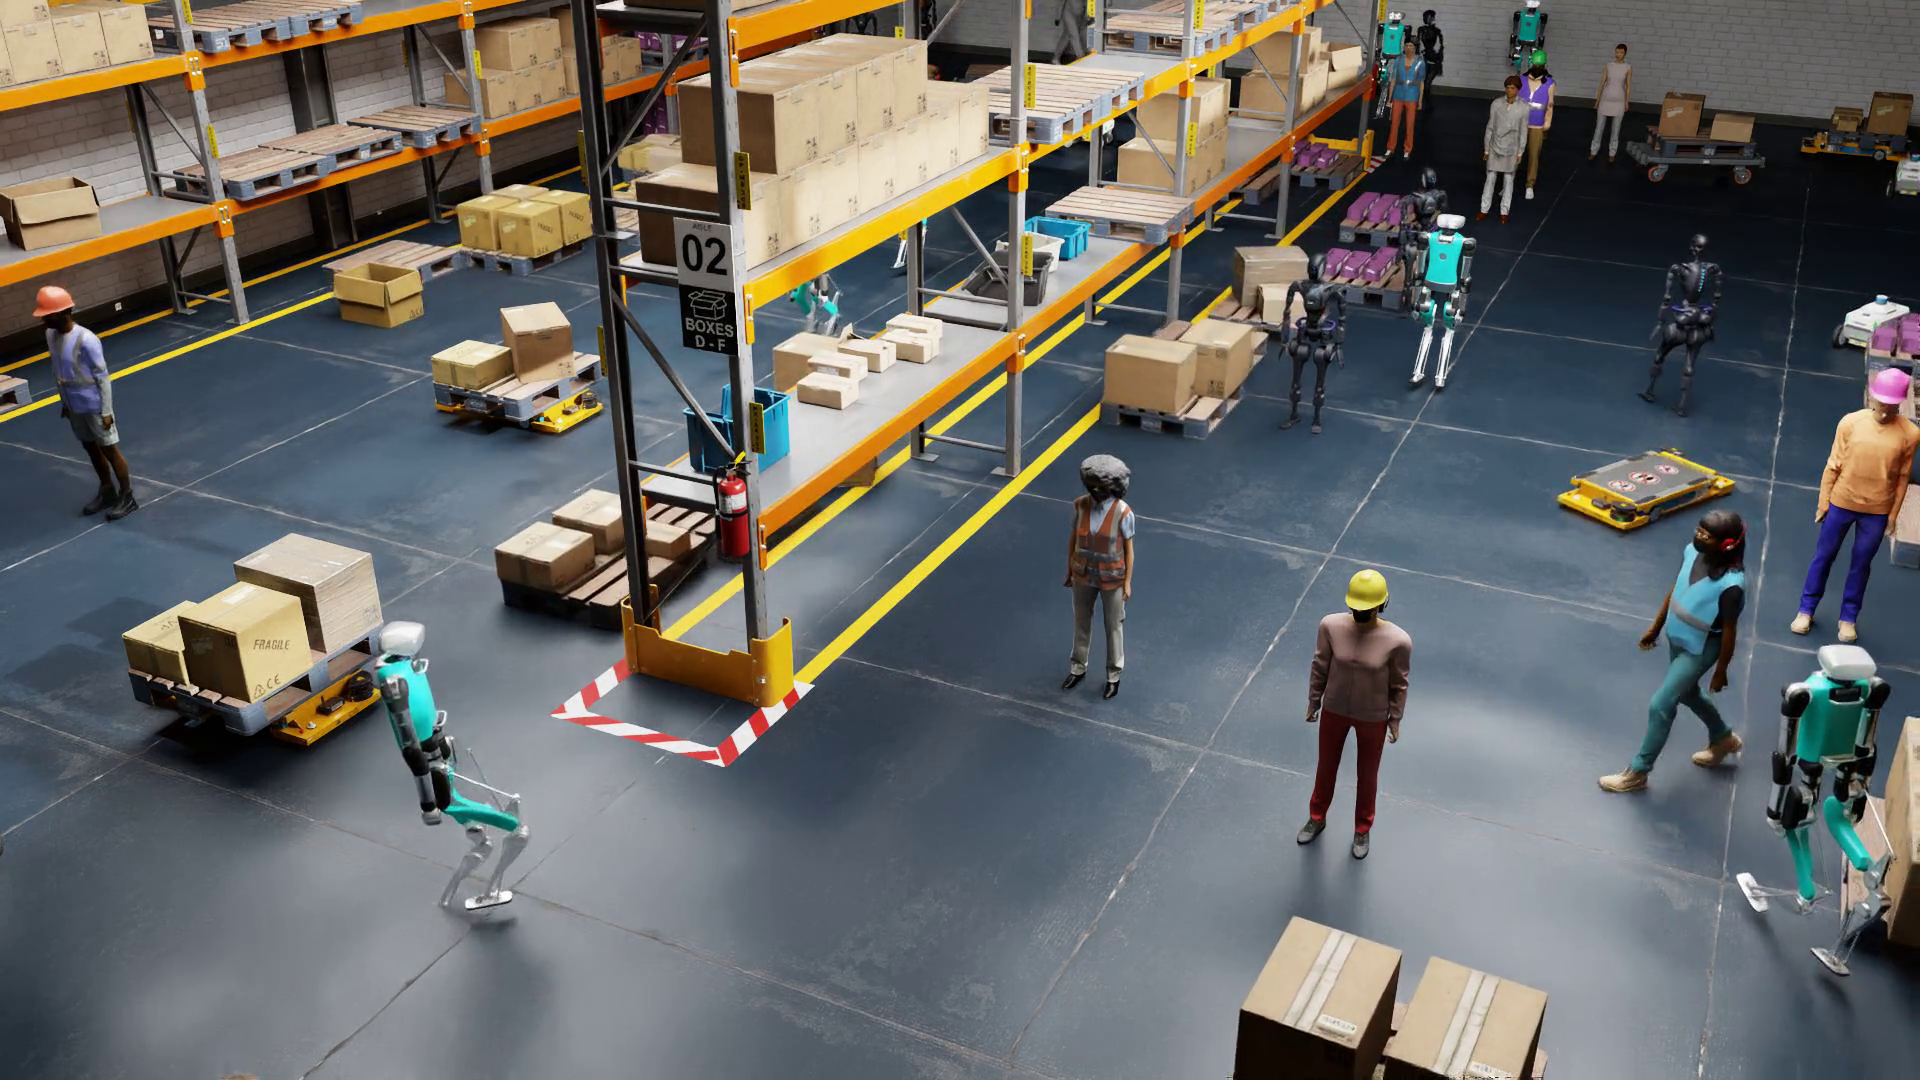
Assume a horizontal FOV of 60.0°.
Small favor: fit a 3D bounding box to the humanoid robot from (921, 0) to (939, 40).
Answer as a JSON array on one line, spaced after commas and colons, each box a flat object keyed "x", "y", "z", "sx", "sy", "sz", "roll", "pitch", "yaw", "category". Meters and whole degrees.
[{"x": -0.667, "y": -9.265, "z": 29.916, "sx": 0.600, "sy": 1.645, "sz": 0.442, "roll": -22, "pitch": 34, "yaw": -37, "category": "humanoid robot"}]

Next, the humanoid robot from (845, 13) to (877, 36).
[{"x": -1.662, "y": -8.296, "z": 27.984, "sx": 0.600, "sy": 1.626, "sz": 0.723, "roll": -3, "pitch": 27, "yaw": -7, "category": "humanoid robot"}]

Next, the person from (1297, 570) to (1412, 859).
[{"x": 2.170, "y": 0.954, "z": 9.163, "sx": 0.534, "sy": 1.767, "sz": 0.314, "roll": 12, "pitch": 29, "yaw": 23, "category": "person"}]

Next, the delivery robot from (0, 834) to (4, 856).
[{"x": -5.789, "y": 1.589, "z": 9.214, "sx": 0.739, "sy": 0.566, "sz": 0.499, "roll": 12, "pitch": 29, "yaw": 23, "category": "delivery robot"}]

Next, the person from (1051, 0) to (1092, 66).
[{"x": 2.082, "y": -9.478, "z": 30.171, "sx": 1.064, "sy": 1.818, "sz": 0.649, "roll": 19, "pitch": 32, "yaw": 33, "category": "person"}]

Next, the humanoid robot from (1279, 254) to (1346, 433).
[{"x": 3.124, "y": -1.743, "z": 14.710, "sx": 0.610, "sy": 1.649, "sz": 0.354, "roll": 12, "pitch": 29, "yaw": 23, "category": "humanoid robot"}]

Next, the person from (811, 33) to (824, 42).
[{"x": -1.985, "y": -6.255, "z": 23.637, "sx": 0.517, "sy": 1.844, "sz": 0.332, "roll": 12, "pitch": 29, "yaw": 23, "category": "person"}]

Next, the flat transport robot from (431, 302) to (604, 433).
[{"x": -4.085, "y": -1.287, "z": 15.378, "sx": 1.431, "sy": 0.231, "sz": 0.659, "roll": 12, "pitch": 29, "yaw": 23, "category": "flat transport robot"}]

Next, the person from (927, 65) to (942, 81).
[{"x": -0.355, "y": -5.221, "z": 21.573, "sx": 0.594, "sy": 1.827, "sz": 0.478, "roll": 14, "pitch": 29, "yaw": 25, "category": "person"}]

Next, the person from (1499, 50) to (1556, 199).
[{"x": 7.541, "y": -5.506, "z": 22.027, "sx": 0.549, "sy": 1.929, "sz": 0.412, "roll": 12, "pitch": 29, "yaw": 23, "category": "person"}]

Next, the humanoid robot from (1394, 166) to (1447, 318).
[{"x": 4.854, "y": -3.159, "z": 17.568, "sx": 0.611, "sy": 1.637, "sz": 0.424, "roll": -8, "pitch": 27, "yaw": -15, "category": "humanoid robot"}]

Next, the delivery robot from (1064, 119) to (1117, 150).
[{"x": 1.927, "y": -6.139, "z": 24.825, "sx": 0.739, "sy": 0.566, "sz": 0.499, "roll": 12, "pitch": 29, "yaw": 23, "category": "delivery robot"}]

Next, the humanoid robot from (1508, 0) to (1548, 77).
[{"x": 9.216, "y": -7.937, "z": 27.010, "sx": 0.533, "sy": 1.672, "sz": 0.735, "roll": 12, "pitch": 29, "yaw": 23, "category": "humanoid robot"}]

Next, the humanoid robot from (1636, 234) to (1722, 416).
[{"x": 6.639, "y": -1.994, "z": 15.240, "sx": 0.616, "sy": 1.630, "sz": 0.628, "roll": -3, "pitch": 27, "yaw": -6, "category": "humanoid robot"}]

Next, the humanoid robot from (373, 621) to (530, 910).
[{"x": -2.559, "y": 1.231, "z": 8.663, "sx": 0.784, "sy": 1.810, "sz": 0.557, "roll": -5, "pitch": 27, "yaw": -10, "category": "humanoid robot"}]

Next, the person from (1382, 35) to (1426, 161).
[{"x": 6.412, "y": -6.361, "z": 23.939, "sx": 0.511, "sy": 1.764, "sz": 0.312, "roll": 12, "pitch": 29, "yaw": 23, "category": "person"}]

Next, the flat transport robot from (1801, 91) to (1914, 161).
[{"x": 13.185, "y": -5.791, "z": 24.475, "sx": 1.431, "sy": 0.231, "sz": 0.659, "roll": 12, "pitch": 29, "yaw": 23, "category": "flat transport robot"}]

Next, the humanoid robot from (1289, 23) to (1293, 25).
[{"x": 4.819, "y": -7.030, "z": 25.315, "sx": 0.932, "sy": 1.745, "sz": 0.544, "roll": 21, "pitch": 33, "yaw": 35, "category": "humanoid robot"}]

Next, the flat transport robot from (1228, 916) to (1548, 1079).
[{"x": 1.862, "y": 2.646, "z": 7.434, "sx": 0.659, "sy": 0.231, "sz": 1.431, "roll": 14, "pitch": 29, "yaw": 26, "category": "flat transport robot"}]

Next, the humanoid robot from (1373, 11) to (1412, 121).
[{"x": 6.765, "y": -7.414, "z": 25.948, "sx": 0.533, "sy": 1.677, "sz": 0.735, "roll": 12, "pitch": 29, "yaw": 23, "category": "humanoid robot"}]

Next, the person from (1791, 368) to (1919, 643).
[{"x": 6.126, "y": -0.237, "z": 11.327, "sx": 0.519, "sy": 1.982, "sz": 0.383, "roll": 12, "pitch": 29, "yaw": 23, "category": "person"}]

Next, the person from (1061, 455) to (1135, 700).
[{"x": 0.895, "y": 0.236, "z": 10.697, "sx": 0.458, "sy": 1.687, "sz": 0.297, "roll": 12, "pitch": 29, "yaw": 23, "category": "person"}]

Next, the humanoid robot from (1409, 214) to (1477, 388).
[{"x": 4.531, "y": -2.285, "z": 15.587, "sx": 0.533, "sy": 1.677, "sz": 0.735, "roll": 12, "pitch": 29, "yaw": 23, "category": "humanoid robot"}]

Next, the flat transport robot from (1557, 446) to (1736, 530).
[{"x": 5.646, "y": -0.431, "z": 13.648, "sx": 1.431, "sy": 0.231, "sz": 0.659, "roll": -16, "pitch": 31, "yaw": -29, "category": "flat transport robot"}]

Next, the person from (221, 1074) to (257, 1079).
[{"x": -2.476, "y": 2.589, "z": 5.977, "sx": 0.500, "sy": 1.659, "sz": 0.335, "roll": 12, "pitch": 29, "yaw": 23, "category": "person"}]

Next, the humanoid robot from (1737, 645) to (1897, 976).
[{"x": 4.375, "y": 1.429, "z": 8.296, "sx": 0.548, "sy": 1.752, "sz": 1.047, "roll": -3, "pitch": 27, "yaw": -7, "category": "humanoid robot"}]

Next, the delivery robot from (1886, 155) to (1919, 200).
[{"x": 12.705, "y": -4.830, "z": 22.224, "sx": 0.499, "sy": 0.604, "sz": 0.806, "roll": 12, "pitch": 29, "yaw": 23, "category": "delivery robot"}]

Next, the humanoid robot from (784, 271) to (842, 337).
[{"x": -1.397, "y": -2.492, "z": 16.176, "sx": 0.532, "sy": 1.814, "sz": 0.680, "roll": 15, "pitch": 30, "yaw": 27, "category": "humanoid robot"}]

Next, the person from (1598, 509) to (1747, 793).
[{"x": 4.339, "y": 0.628, "z": 9.758, "sx": 0.936, "sy": 1.830, "sz": 0.524, "roll": -3, "pitch": 27, "yaw": -6, "category": "person"}]

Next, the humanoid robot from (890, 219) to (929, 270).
[{"x": -0.555, "y": -3.898, "z": 18.847, "sx": 0.533, "sy": 1.677, "sz": 0.735, "roll": 12, "pitch": 29, "yaw": 23, "category": "humanoid robot"}]

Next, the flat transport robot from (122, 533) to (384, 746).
[{"x": -4.555, "y": 0.952, "z": 10.855, "sx": 1.431, "sy": 0.231, "sz": 0.659, "roll": 12, "pitch": 29, "yaw": 23, "category": "flat transport robot"}]

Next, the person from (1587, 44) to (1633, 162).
[{"x": 9.369, "y": -6.273, "z": 23.876, "sx": 0.464, "sy": 1.659, "sz": 0.272, "roll": 12, "pitch": 29, "yaw": 23, "category": "person"}]

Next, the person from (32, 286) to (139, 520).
[{"x": -6.892, "y": -1.065, "z": 13.063, "sx": 0.553, "sy": 1.931, "sz": 0.390, "roll": 12, "pitch": 29, "yaw": 23, "category": "person"}]

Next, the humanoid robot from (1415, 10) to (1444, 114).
[{"x": 7.557, "y": -7.670, "z": 26.697, "sx": 0.558, "sy": 1.630, "sz": 0.593, "roll": -16, "pitch": 31, "yaw": -30, "category": "humanoid robot"}]

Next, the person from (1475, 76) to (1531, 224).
[{"x": 6.851, "y": -4.916, "z": 20.949, "sx": 0.518, "sy": 1.830, "sz": 0.363, "roll": 12, "pitch": 29, "yaw": 23, "category": "person"}]

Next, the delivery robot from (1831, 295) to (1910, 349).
[{"x": 9.278, "y": -2.184, "z": 16.859, "sx": 0.785, "sy": 0.587, "sz": 0.499, "roll": -18, "pitch": 32, "yaw": -33, "category": "delivery robot"}]
